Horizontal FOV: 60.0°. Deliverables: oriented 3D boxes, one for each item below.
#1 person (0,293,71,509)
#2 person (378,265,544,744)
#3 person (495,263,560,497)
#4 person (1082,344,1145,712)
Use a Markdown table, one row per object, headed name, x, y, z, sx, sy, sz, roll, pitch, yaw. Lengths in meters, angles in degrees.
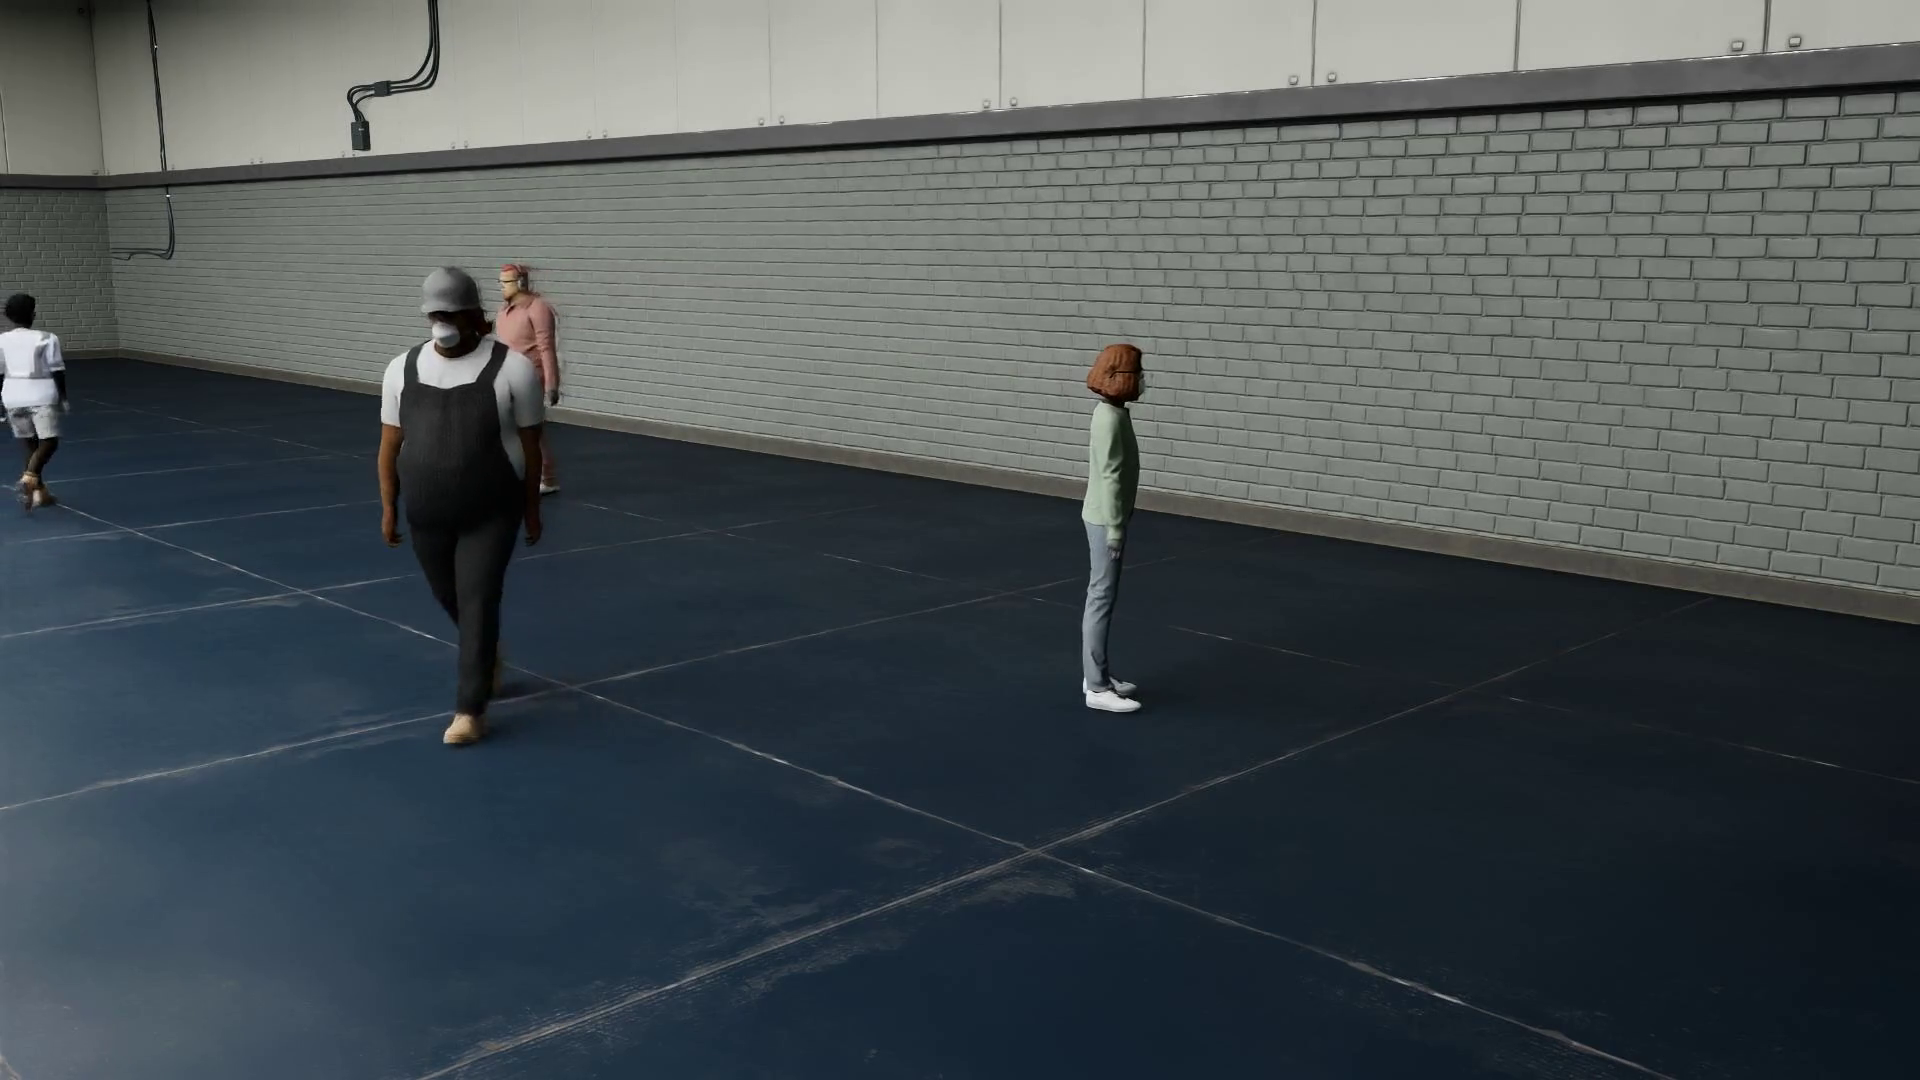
| name | x | y | z | sx | sy | sz | roll | pitch | yaw |
| --- | --- | --- | --- | --- | --- | --- | --- | --- | --- |
| person | -7.207 | -1.067 | 12.839 | 0.532 | 1.675 | 0.700 | 0 | 10 | -2 |
| person | -2.158 | -0.203 | 7.249 | 0.691 | 2.000 | 0.989 | 1 | 10 | 4 |
| person | -3.575 | -1.244 | 13.234 | 0.677 | 1.876 | 0.834 | 10 | 14 | 44 |
| person | 0.691 | -0.066 | 7.495 | 0.286 | 1.633 | 0.501 | 1 | 10 | 6 |
